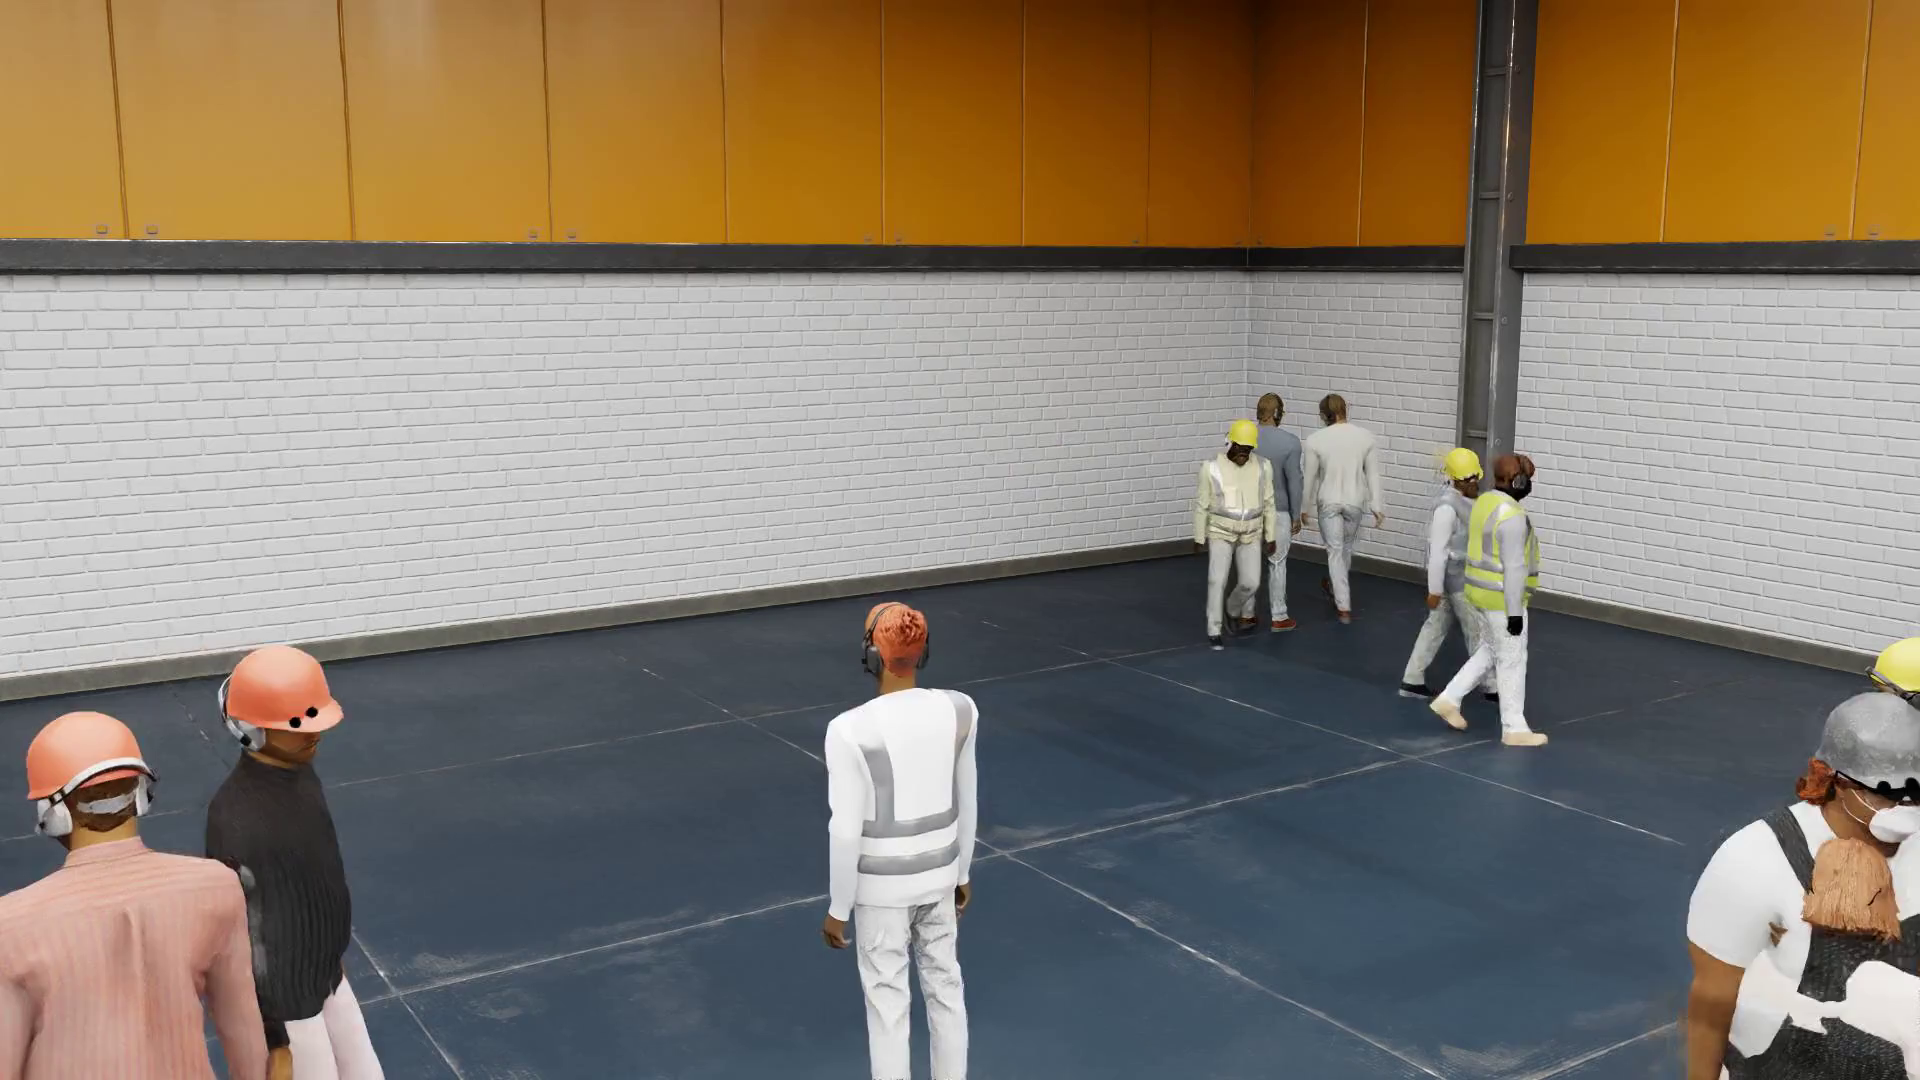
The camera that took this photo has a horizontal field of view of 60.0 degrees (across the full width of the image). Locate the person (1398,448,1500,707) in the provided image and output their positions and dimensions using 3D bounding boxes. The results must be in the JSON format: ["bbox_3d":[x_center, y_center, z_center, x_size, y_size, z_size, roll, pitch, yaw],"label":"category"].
[{"bbox_3d":[3.355,0.251,11.134,0.817,1.771,0.595,3,10,17],"label":"person"}]

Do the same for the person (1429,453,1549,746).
[{"bbox_3d":[3.326,0.369,10.276,0.583,1.826,0.645,0,9,-1],"label":"person"}]

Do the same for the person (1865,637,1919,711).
[{"bbox_3d":[3.059,1.186,5.490,0.328,1.767,0.532,-2,10,-9],"label":"person"}]

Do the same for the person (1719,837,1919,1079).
[{"bbox_3d":[2.084,1.501,4.016,0.311,1.626,0.502,-9,13,-43],"label":"person"}]

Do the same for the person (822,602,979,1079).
[{"bbox_3d":[-0.200,1.137,5.468,0.581,1.882,0.383,-7,12,-36],"label":"person"}]

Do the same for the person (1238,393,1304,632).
[{"bbox_3d":[2.480,-0.222,13.470,0.627,1.933,0.371,6,11,34],"label":"person"}]

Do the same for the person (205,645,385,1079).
[{"bbox_3d":[-1.861,1.239,4.583,0.526,1.968,0.655,-1,10,-7],"label":"person"}]

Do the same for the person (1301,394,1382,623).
[{"bbox_3d":[3.178,-0.293,14.072,0.666,1.874,1.008,-1,9,-6],"label":"person"}]

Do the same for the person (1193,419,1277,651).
[{"bbox_3d":[2.113,-0.046,12.816,0.669,1.798,0.515,-1,9,-6],"label":"person"}]

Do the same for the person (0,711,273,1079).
[{"bbox_3d":[-1.877,1.371,3.769,0.536,1.966,0.679,8,12,38],"label":"person"}]
